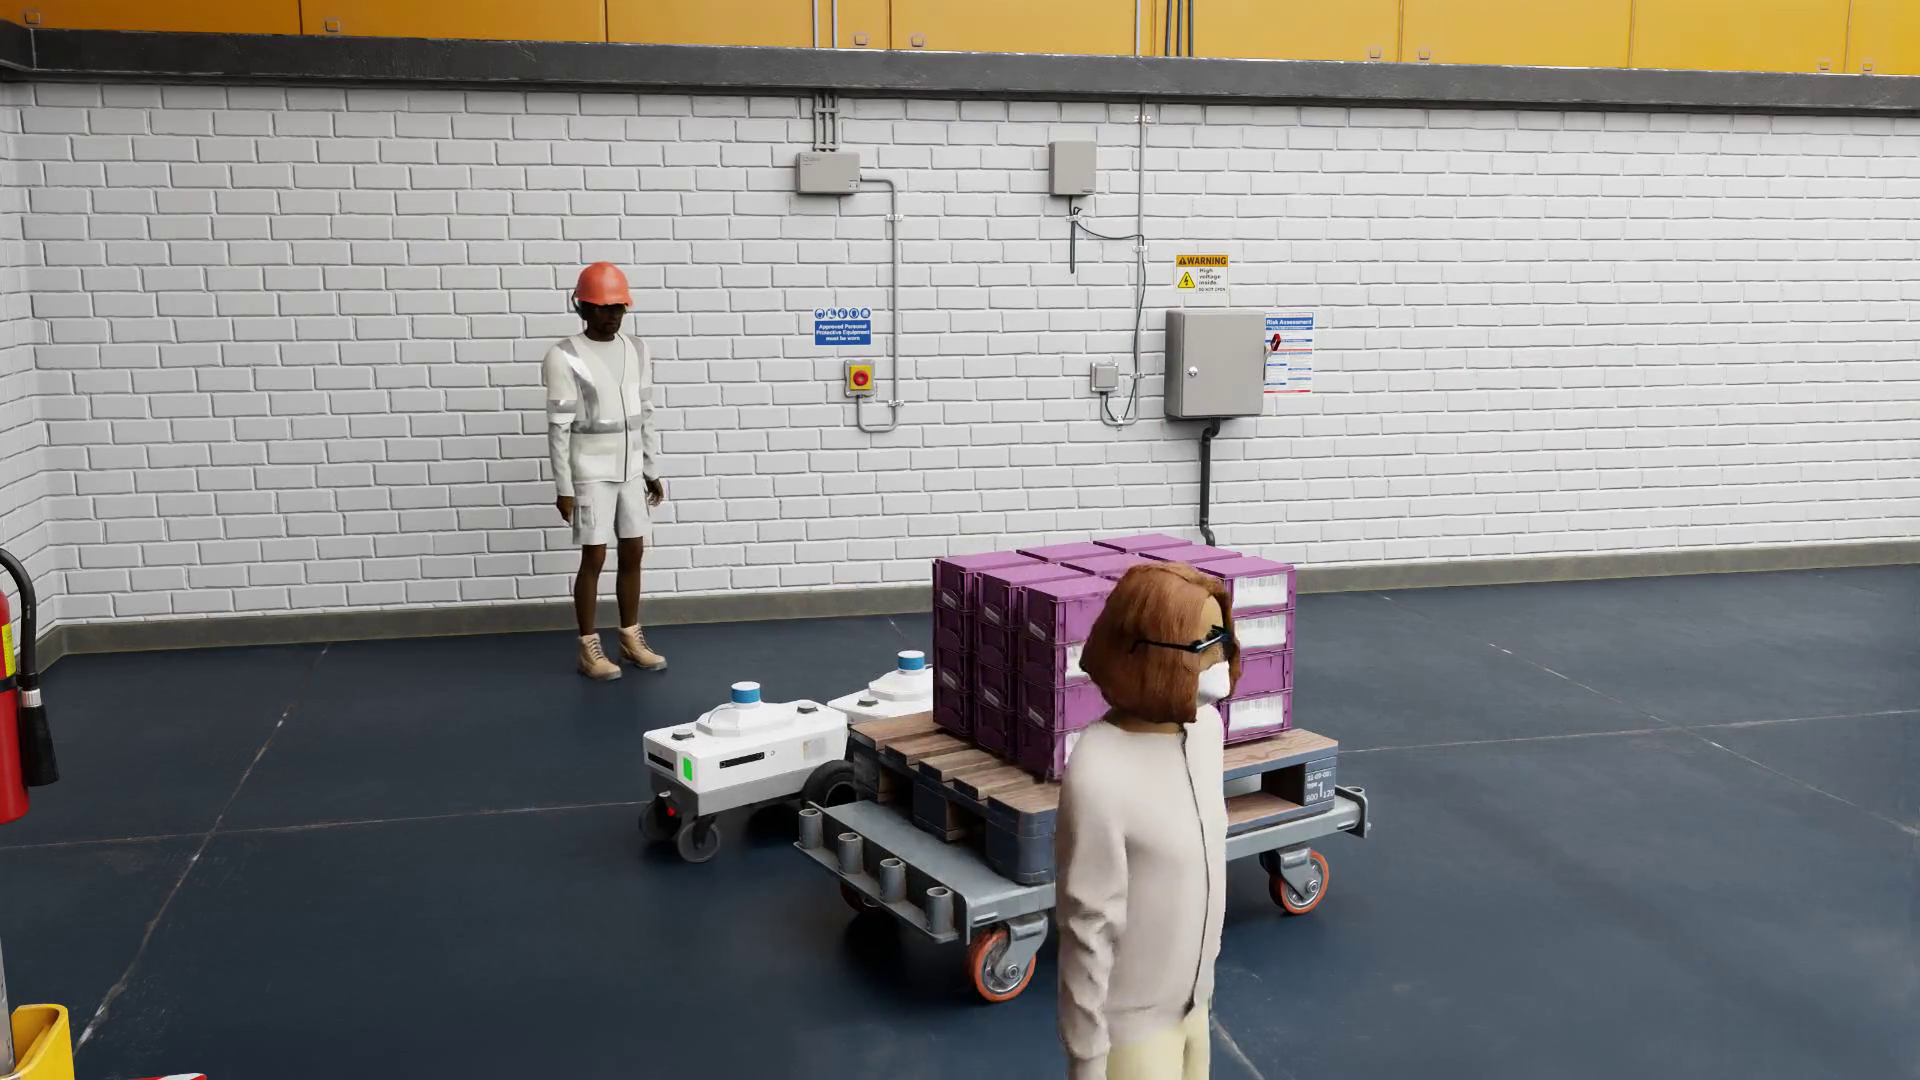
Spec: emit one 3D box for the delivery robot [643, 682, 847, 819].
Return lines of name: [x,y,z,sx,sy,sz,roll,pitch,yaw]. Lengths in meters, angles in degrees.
delivery robot: [-0.760,0.751,5.930,0.707,0.478,0.477,-8,13,-38]

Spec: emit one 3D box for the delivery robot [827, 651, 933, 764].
delivery robot: [-0.185,0.668,6.385,0.477,0.478,0.707,7,13,36]

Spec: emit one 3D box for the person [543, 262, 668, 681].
person: [-1.703,-0.325,8.081,0.407,2.029,0.614,8,13,37]

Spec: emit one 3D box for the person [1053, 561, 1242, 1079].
person: [0.266,0.814,2.921,0.645,1.612,0.504,7,12,33]
